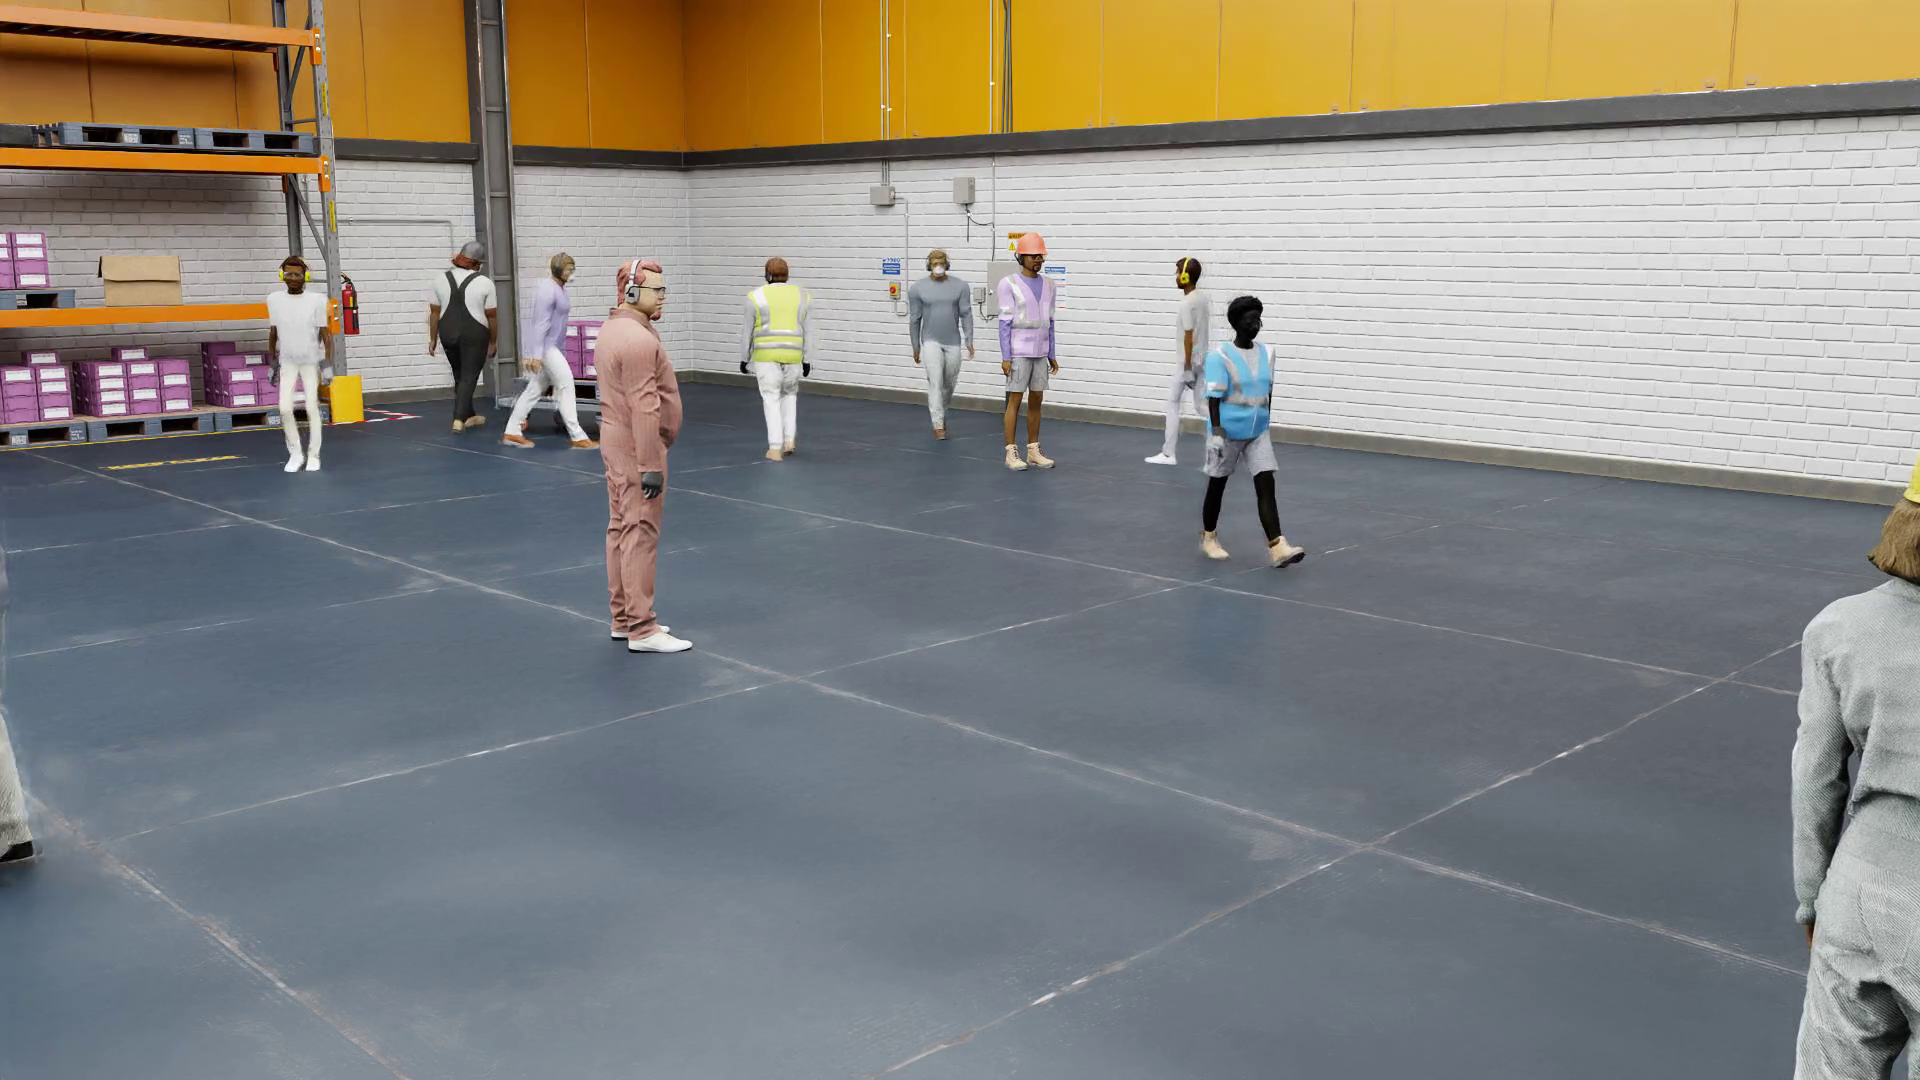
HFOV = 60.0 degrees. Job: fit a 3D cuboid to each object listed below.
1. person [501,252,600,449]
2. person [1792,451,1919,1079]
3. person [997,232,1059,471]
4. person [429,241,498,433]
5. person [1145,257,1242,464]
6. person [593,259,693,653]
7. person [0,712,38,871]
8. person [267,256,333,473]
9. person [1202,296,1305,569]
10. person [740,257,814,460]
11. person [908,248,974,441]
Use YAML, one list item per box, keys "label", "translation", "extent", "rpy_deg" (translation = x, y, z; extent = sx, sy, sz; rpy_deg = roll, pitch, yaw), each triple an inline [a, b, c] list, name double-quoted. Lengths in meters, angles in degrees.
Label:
- label: "person"
  translation: [-3.925, -1.776, 15.725]
  extent: [0.974, 1.873, 0.654]
  rpy_deg: [-1, 10, -3]
- label: "person"
  translation: [1.634, 0.654, 2.791]
  extent: [0.300, 1.745, 0.483]
  rpy_deg: [-6, 12, -30]
- label: "person"
  translation: [0.607, -1.625, 14.397]
  extent: [0.608, 2.044, 0.371]
  rpy_deg: [-8, 13, -36]
- label: "person"
  translation: [-5.126, -2.142, 17.222]
  extent: [0.719, 2.000, 0.992]
  rpy_deg: [2, 11, 9]
- label: "person"
  translation: [2.077, -1.546, 14.539]
  extent: [0.869, 1.846, 0.517]
  rpy_deg: [7, 12, 33]
- label: "person"
  translation: [-1.555, -0.408, 8.148]
  extent: [0.399, 1.905, 0.642]
  rpy_deg: [-5, 11, -23]
- label: "person"
  translation: [-3.241, 0.200, 5.174]
  extent: [0.572, 1.781, 0.619]
  rpy_deg: [-2, 11, -9]
- label: "person"
  translation: [-5.640, -1.486, 14.184]
  extent: [0.578, 1.846, 0.593]
  rpy_deg: [-1, 10, -8]
- label: "person"
  translation: [1.742, -0.643, 10.086]
  extent: [0.553, 1.648, 0.861]
  rpy_deg: [-5, 12, -26]
- label: "person"
  translation: [-1.688, -1.653, 15.173]
  extent: [0.638, 1.821, 0.662]
  rpy_deg: [-5, 11, -23]
- label: "person"
  translation: [-0.204, -1.988, 16.776]
  extent: [0.639, 1.911, 0.938]
  rpy_deg: [-2, 11, -11]
